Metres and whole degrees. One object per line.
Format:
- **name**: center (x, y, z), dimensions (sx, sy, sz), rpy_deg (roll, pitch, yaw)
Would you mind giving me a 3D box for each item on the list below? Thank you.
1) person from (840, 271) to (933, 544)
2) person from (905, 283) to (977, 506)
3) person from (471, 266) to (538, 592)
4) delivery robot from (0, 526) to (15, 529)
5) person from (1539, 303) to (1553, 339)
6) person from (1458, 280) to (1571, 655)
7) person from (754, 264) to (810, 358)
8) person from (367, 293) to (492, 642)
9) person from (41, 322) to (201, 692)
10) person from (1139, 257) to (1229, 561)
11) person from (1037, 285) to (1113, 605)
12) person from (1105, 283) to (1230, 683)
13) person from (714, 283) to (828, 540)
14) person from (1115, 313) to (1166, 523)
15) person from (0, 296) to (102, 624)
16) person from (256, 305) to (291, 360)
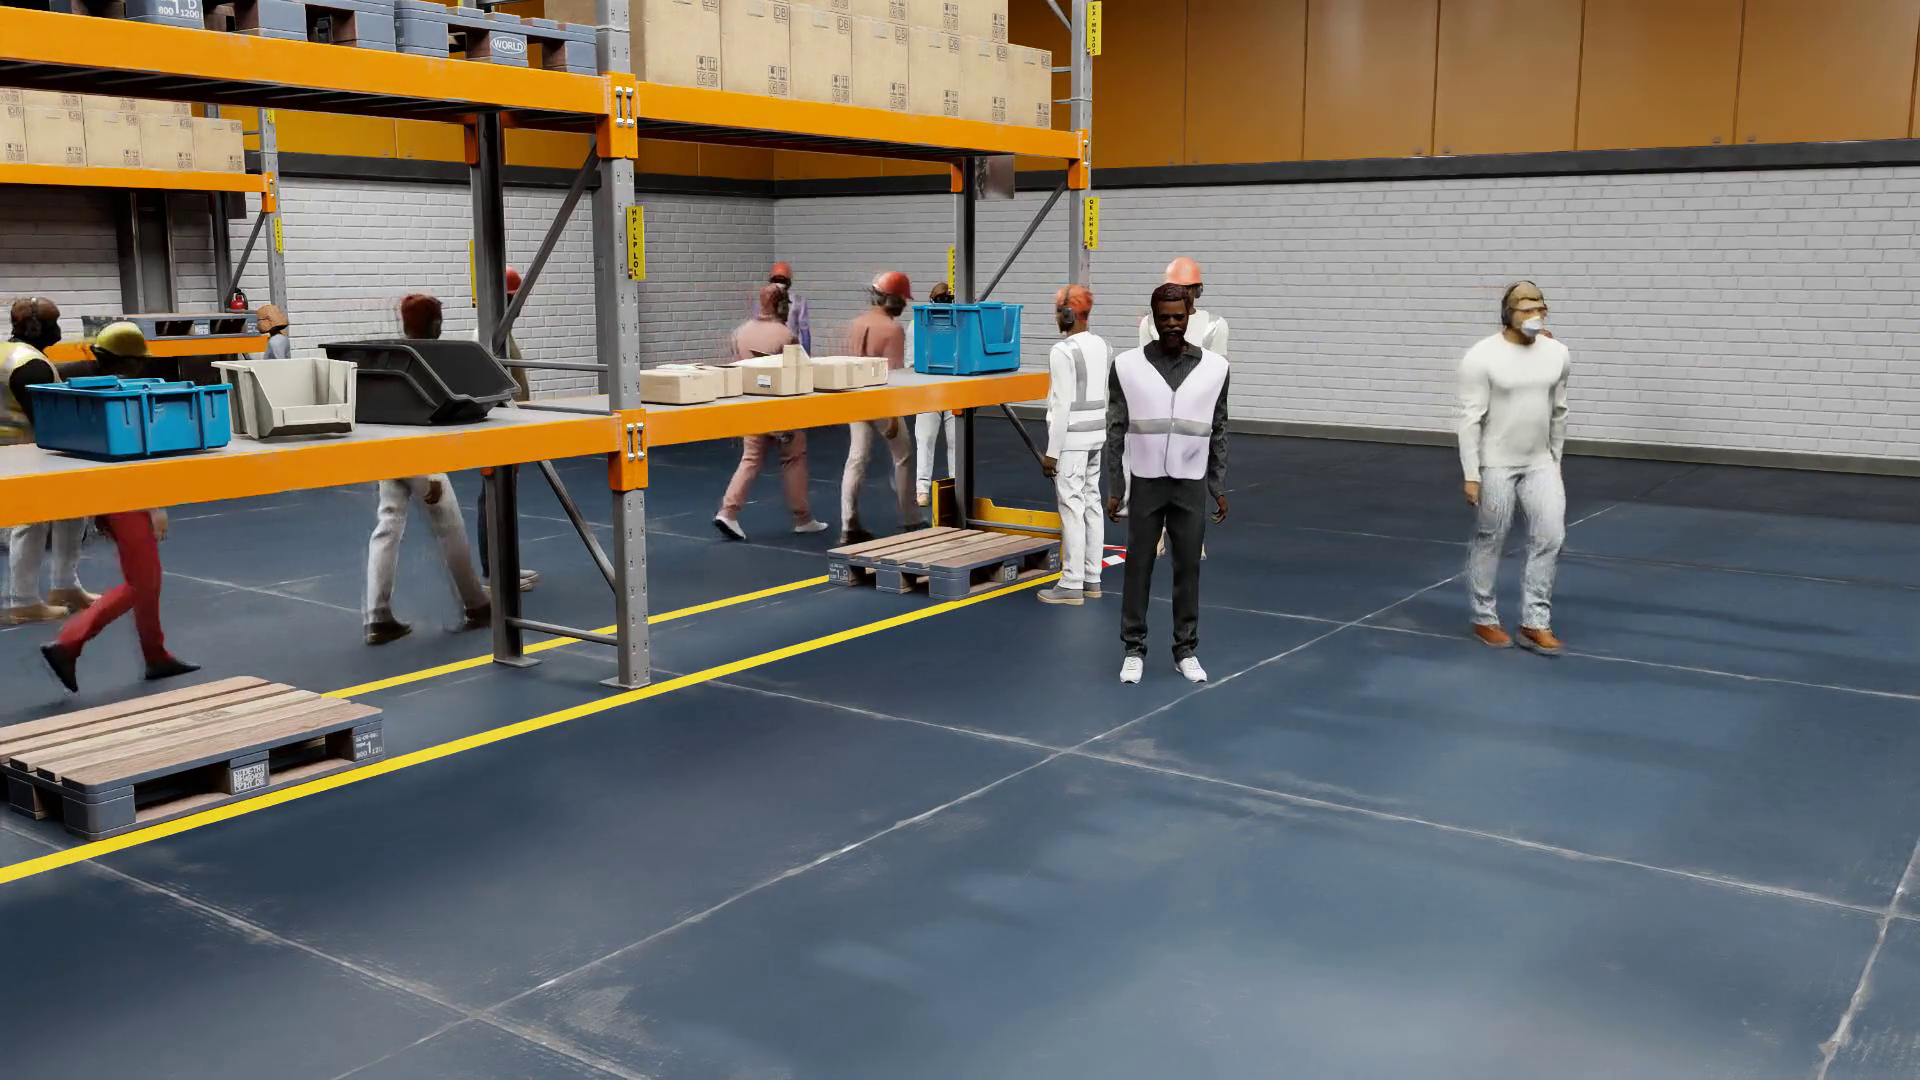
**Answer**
- **person**: center (-0.504, -0.956, 12.011), dimensions (0.935, 1.934, 0.635), rpy_deg (-9, 13, -42)
- **person**: center (-0.144, -1.192, 13.733), dimensions (0.627, 1.844, 0.429), rpy_deg (-1, 10, -5)
- **person**: center (-2.810, -0.683, 10.246), dimensions (0.395, 1.994, 0.613), rpy_deg (-1, 10, -4)
- **delivery robot**: center (-6.581, -0.247, 11.648), dimensions (0.707, 0.478, 0.477), rpy_deg (-7, 12, -36)
- **person**: center (5.467, -1.466, 15.957), dimensions (0.311, 1.642, 0.513), rpy_deg (-6, 11, -32)
- **person**: center (2.877, -0.353, 8.499), dimensions (0.662, 1.916, 0.725), rpy_deg (-2, 10, -13)
- **person**: center (-2.037, -2.155, 19.067), dimensions (0.621, 1.990, 1.076), rpy_deg (0, 10, 0)
- **person**: center (-2.880, -0.405, 9.021), dimensions (0.609, 1.838, 0.942), rpy_deg (7, 12, 35)
- **person**: center (-3.981, -0.147, 7.808), dimensions (0.521, 1.743, 0.697), rpy_deg (8, 13, 41)
- **person**: center (1.490, -0.872, 11.223), dimensions (0.608, 2.044, 0.377), rpy_deg (2, 10, 12)
- **person**: center (0.677, -0.559, 9.840), dimensions (0.355, 1.882, 0.576), rpy_deg (6, 11, 32)
- **person**: center (0.993, -0.270, 8.010), dimensions (0.597, 1.918, 0.383), rpy_deg (0, 10, -3)
- **person**: center (-1.410, -0.936, 12.139), dimensions (0.646, 1.871, 0.940), rpy_deg (8, 12, 40)
- **person**: center (1.461, -0.951, 12.953), dimensions (0.541, 1.615, 0.623), rpy_deg (-6, 11, -31)
- **person**: center (-5.099, -0.449, 9.353), dimensions (0.642, 1.819, 0.661), rpy_deg (-7, 12, -34)
- **person**: center (-6.099, -1.284, 14.897), dimensions (0.285, 1.632, 0.501), rpy_deg (-3, 10, -18)
